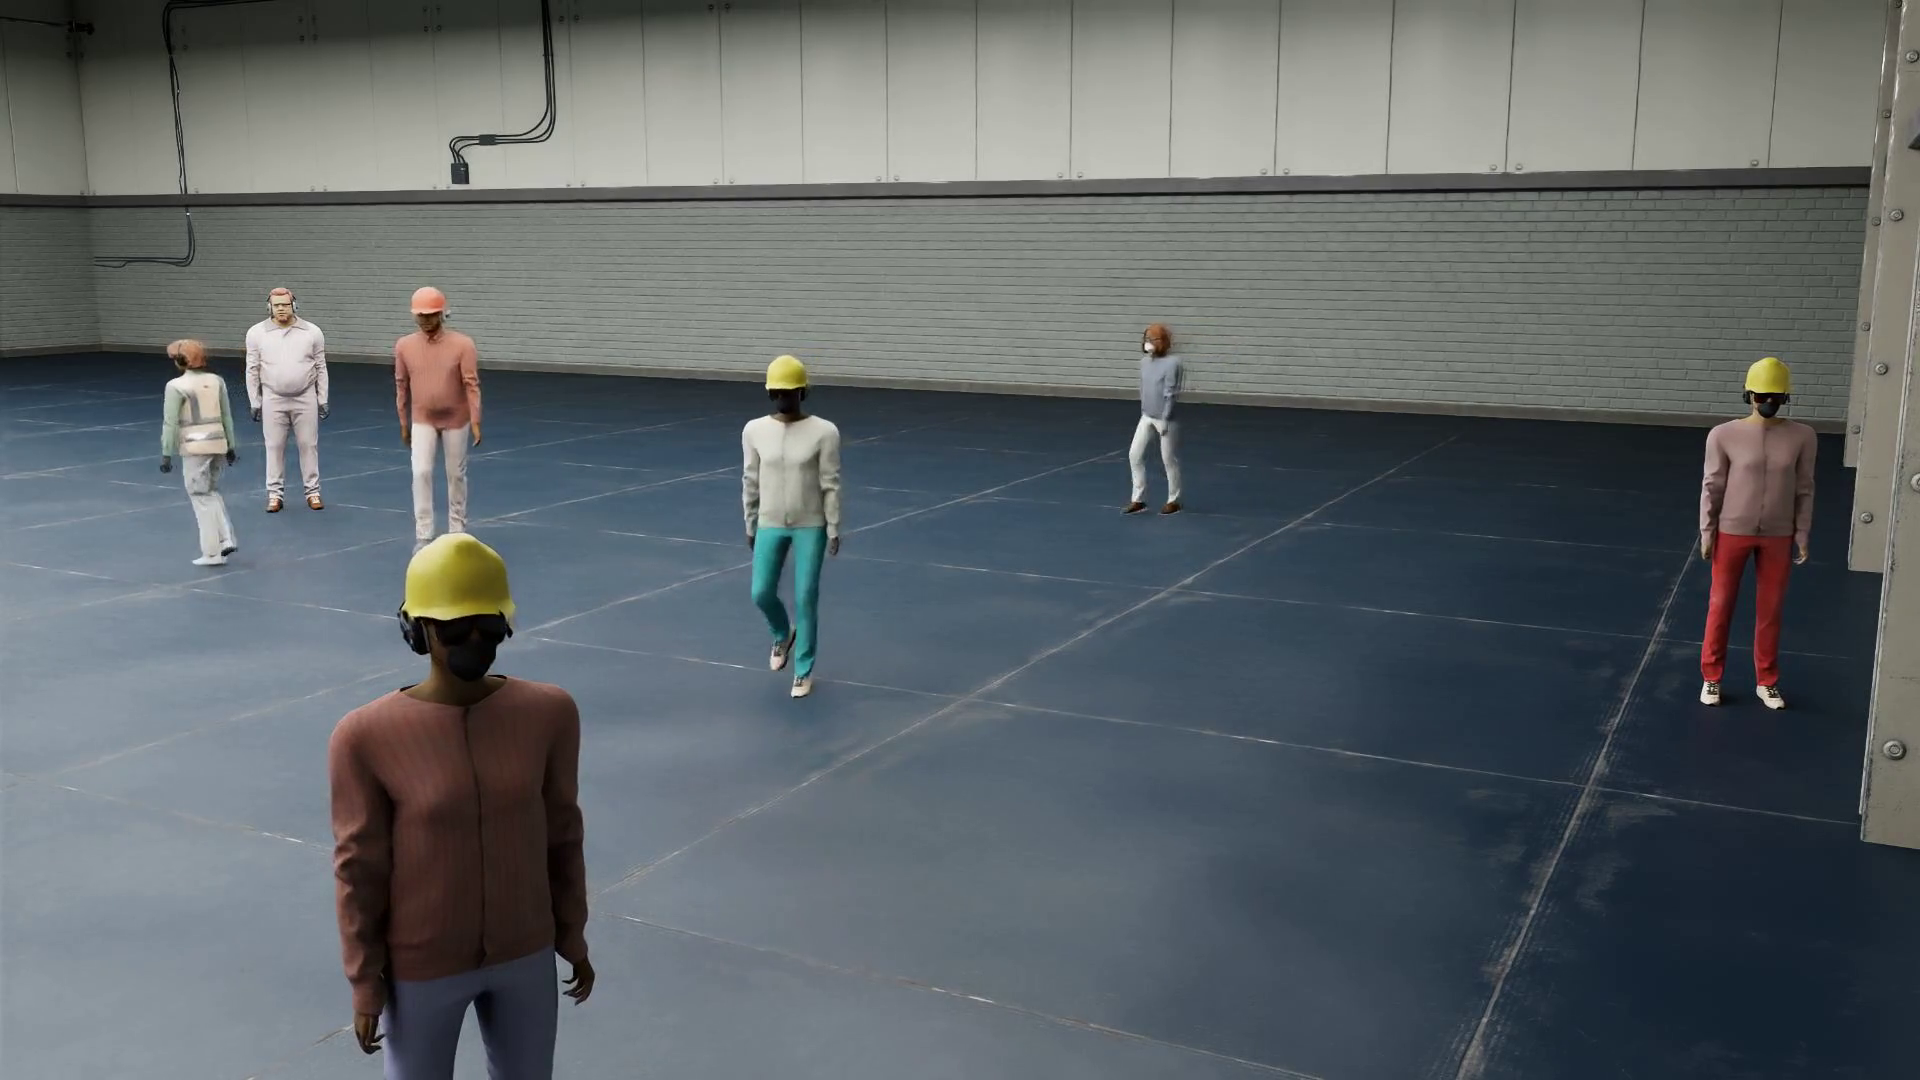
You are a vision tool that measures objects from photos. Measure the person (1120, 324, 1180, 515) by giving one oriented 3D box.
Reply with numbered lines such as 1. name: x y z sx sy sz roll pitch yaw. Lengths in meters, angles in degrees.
1. person: 1.609 -0.990 13.920 0.651 1.611 0.513 -8 13 -36

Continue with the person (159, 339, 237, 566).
1. person: -5.406 -0.616 11.822 0.368 1.620 0.538 3 11 17

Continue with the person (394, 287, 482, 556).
1. person: -3.836 -0.862 12.226 0.637 1.960 0.824 -2 11 -8

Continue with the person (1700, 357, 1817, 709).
1. person: 3.947 -0.025 8.258 0.520 1.761 0.333 2 11 9

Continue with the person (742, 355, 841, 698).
1. person: -0.858 -0.079 8.573 0.527 1.757 0.433 1 10 6

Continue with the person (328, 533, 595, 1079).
1. person: -1.000 0.857 3.415 0.525 1.771 0.305 -8 13 -37

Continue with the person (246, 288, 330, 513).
1. person: -5.727 -1.190 14.199 0.655 1.906 0.407 -5 11 -23
